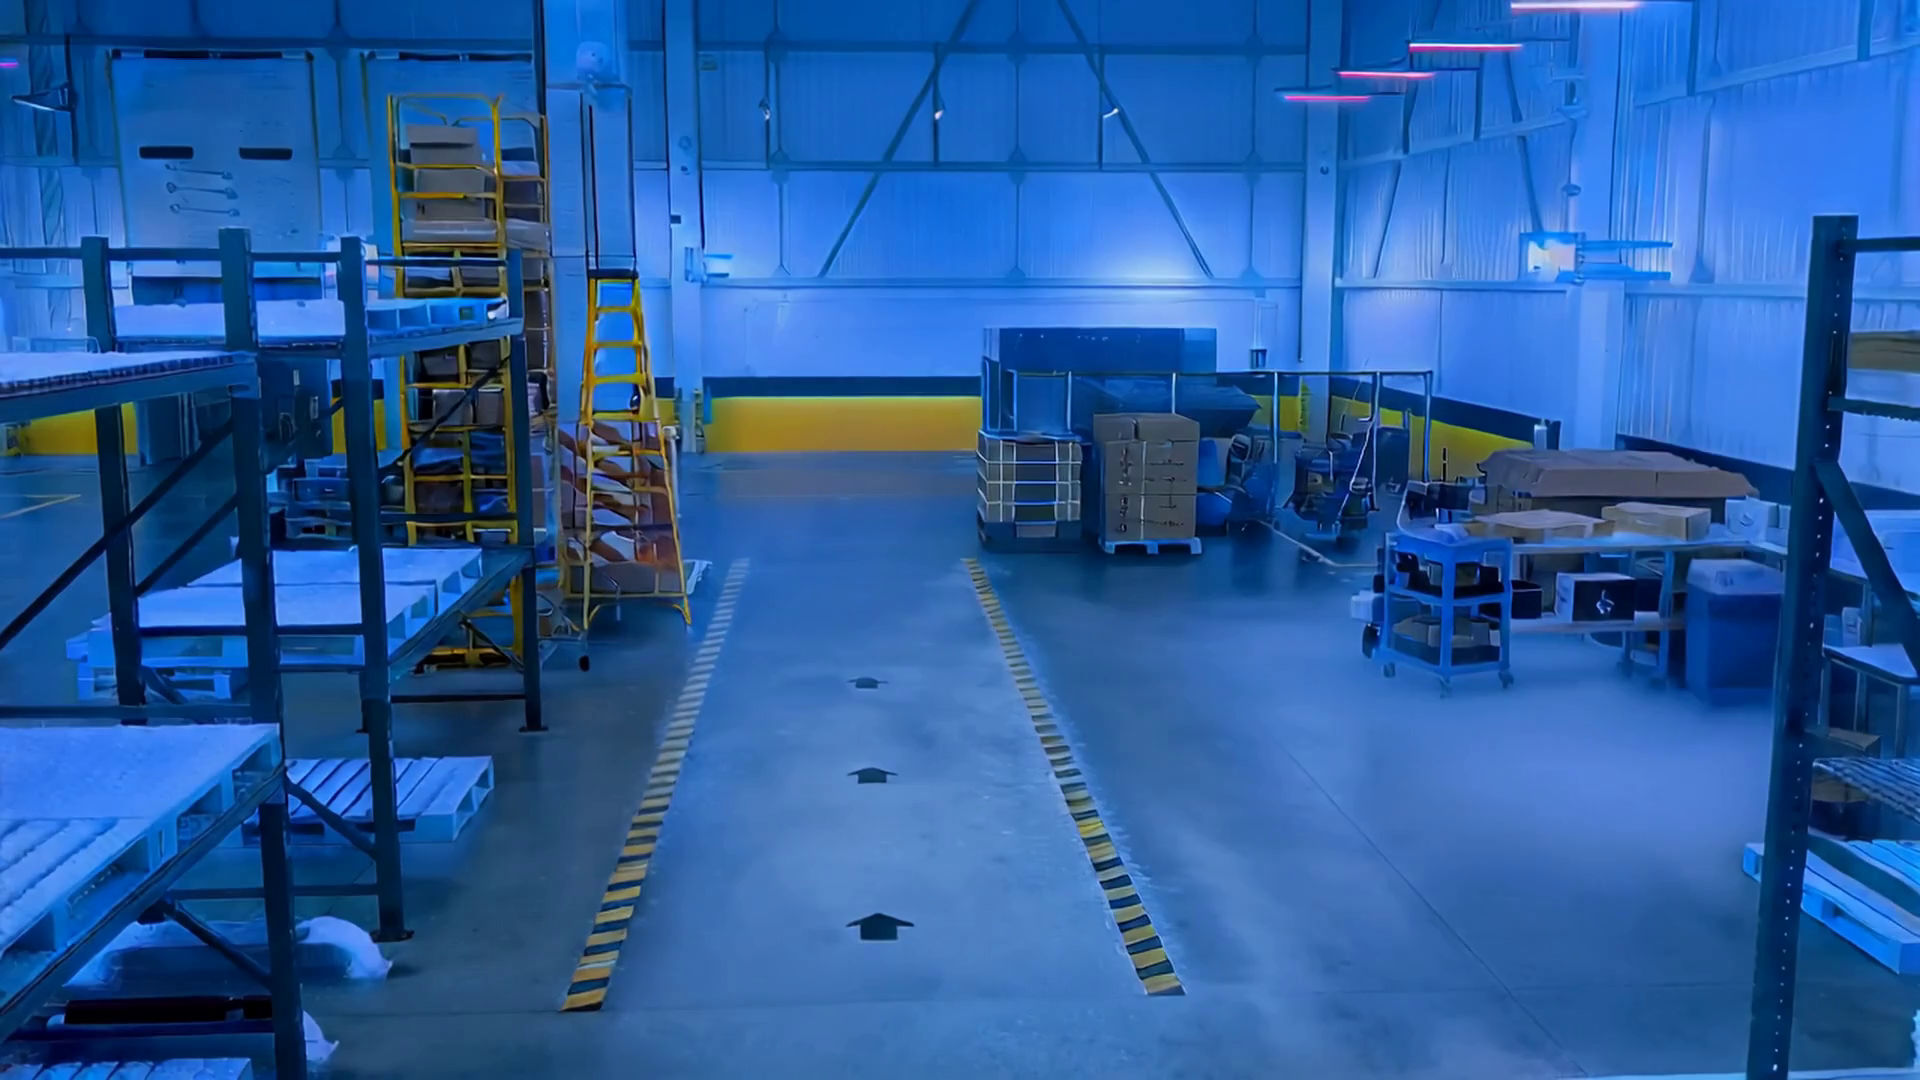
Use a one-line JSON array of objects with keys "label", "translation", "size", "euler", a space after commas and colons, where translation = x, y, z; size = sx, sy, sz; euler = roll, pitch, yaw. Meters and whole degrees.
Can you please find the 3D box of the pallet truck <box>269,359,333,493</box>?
[{"label": "pallet truck", "translation": [-7.062, -1.131, 18.996], "size": [1.885, 1.965, 0.823], "euler": [2, 9, 13]}]
